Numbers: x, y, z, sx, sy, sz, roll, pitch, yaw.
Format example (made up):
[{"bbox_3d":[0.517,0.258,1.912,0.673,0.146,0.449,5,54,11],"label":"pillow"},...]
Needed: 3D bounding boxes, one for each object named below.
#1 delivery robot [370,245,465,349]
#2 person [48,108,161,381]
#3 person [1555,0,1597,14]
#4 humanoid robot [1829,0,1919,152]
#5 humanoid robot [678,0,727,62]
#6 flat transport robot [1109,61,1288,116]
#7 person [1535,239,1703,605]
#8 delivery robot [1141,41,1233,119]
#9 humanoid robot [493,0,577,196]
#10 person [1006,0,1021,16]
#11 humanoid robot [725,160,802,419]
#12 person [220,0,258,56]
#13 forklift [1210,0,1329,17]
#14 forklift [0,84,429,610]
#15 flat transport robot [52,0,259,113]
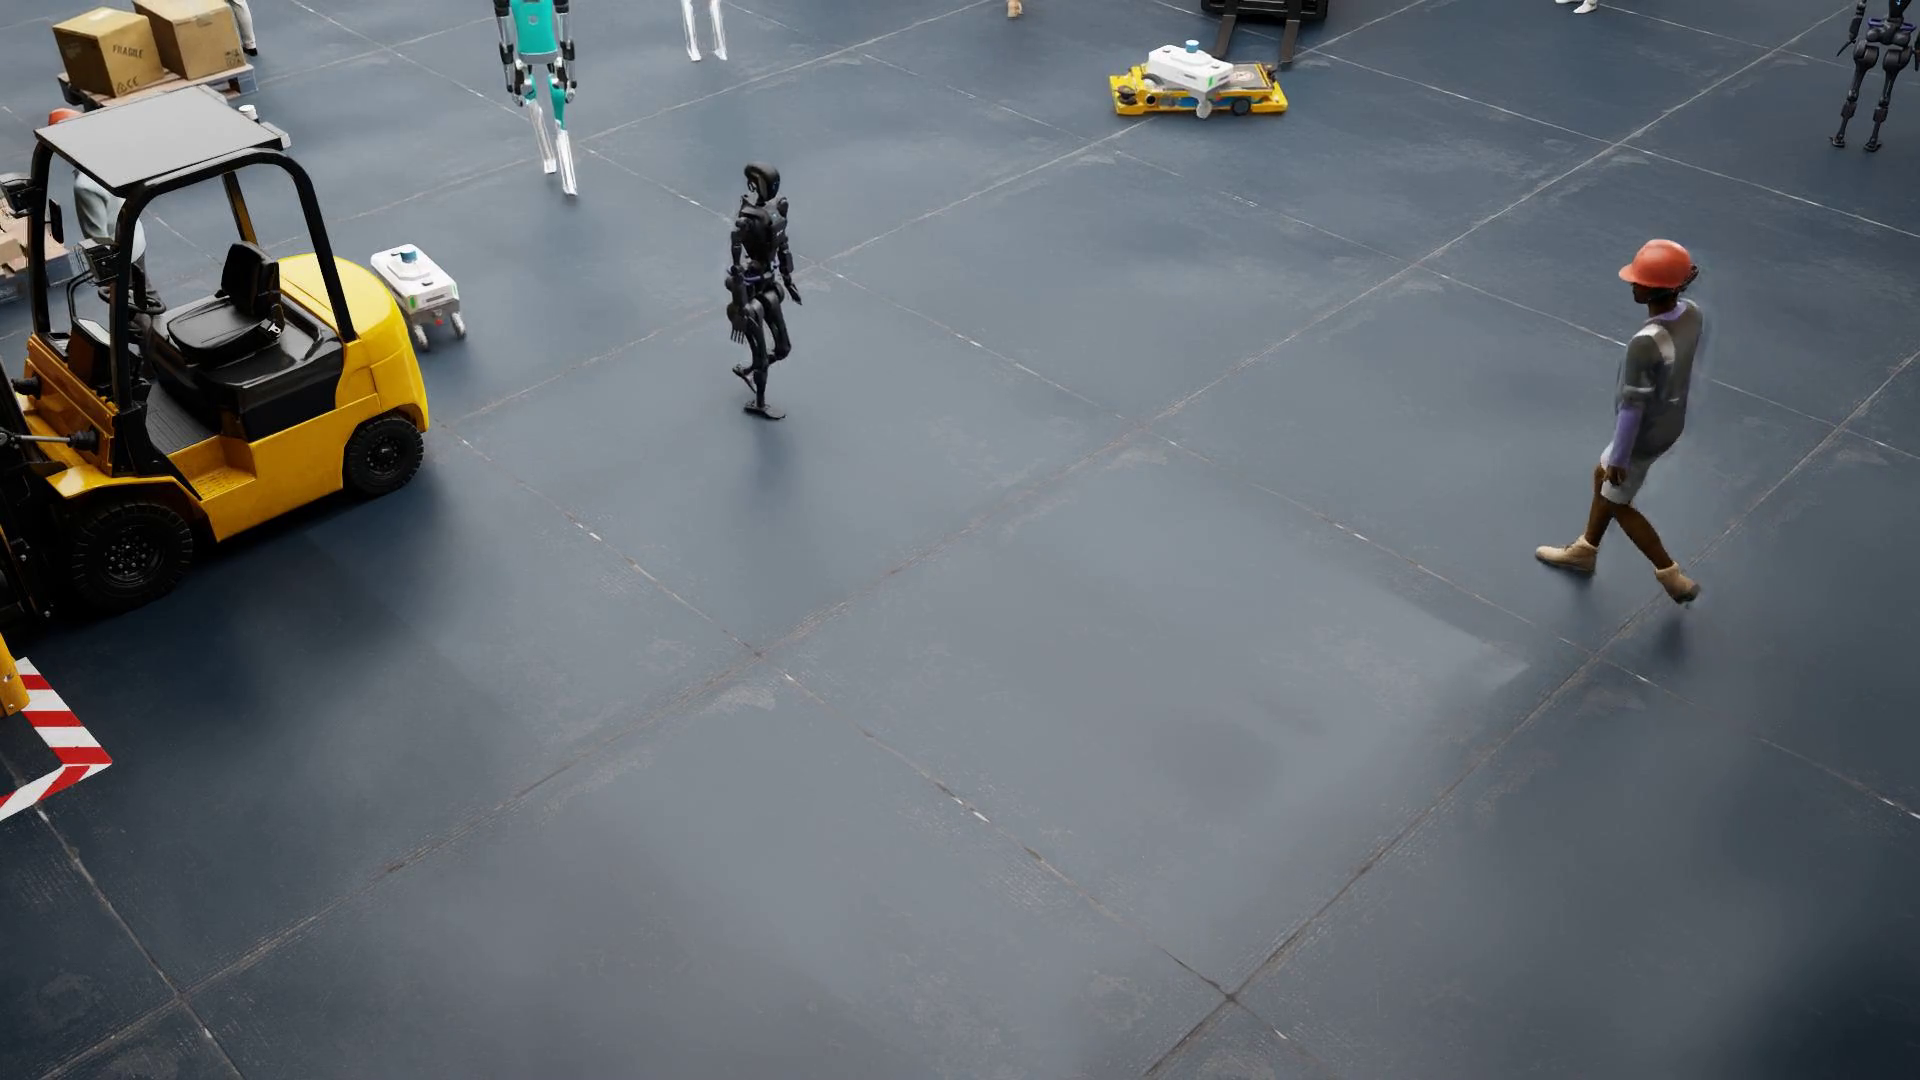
[{"bbox_3d":[-3.598,-1.653,10.983,0.499,0.611,0.814,-25,43,-29],"label":"delivery robot"},{"bbox_3d":[-5.186,-1.802,10.179,0.352,1.740,0.571,-4,37,-6],"label":"person"},{"bbox_3d":[5.991,-5.801,15.614,0.306,1.640,0.510,-9,38,-12],"label":"person"},{"bbox_3d":[7.237,-3.896,13.023,0.599,1.657,0.315,17,40,22],"label":"humanoid robot"},{"bbox_3d":[-2.285,-5.087,14.556,0.535,1.759,0.731,-15,39,-20],"label":"humanoid robot"},{"bbox_3d":[2.018,-3.832,14.127,1.431,0.231,0.659,-1,37,-2],"label":"flat transport robot"},{"bbox_3d":[3.466,-0.530,8.262,0.801,2.009,0.631,26,44,30],"label":"person"},{"bbox_3d":[1.910,-3.896,13.986,0.781,0.610,0.520,31,46,34],"label":"delivery robot"},{"bbox_3d":[-3.119,-3.459,12.404,0.543,1.765,0.919,-9,38,-11],"label":"humanoid robot"},{"bbox_3d":[0.417,-5.898,15.678,0.568,1.712,0.926,-11,38,-15],"label":"person"},{"bbox_3d":[-1.214,-1.478,9.799,0.414,1.635,0.593,17,40,22],"label":"humanoid robot"},{"bbox_3d":[-6.539,-5.060,14.507,0.383,1.784,0.539,22,42,26],"label":"person"},{"bbox_3d":[3.106,-6.400,15.960,1.214,2.155,2.313,8,37,10],"label":"forklift"},{"bbox_3d":[-4.145,-1.093,8.856,2.313,2.155,1.214,-31,47,-34],"label":"forklift"},{"bbox_3d":[-6.591,-3.577,13.785,1.431,0.231,0.659,30,46,34],"label":"flat transport robot"}]
